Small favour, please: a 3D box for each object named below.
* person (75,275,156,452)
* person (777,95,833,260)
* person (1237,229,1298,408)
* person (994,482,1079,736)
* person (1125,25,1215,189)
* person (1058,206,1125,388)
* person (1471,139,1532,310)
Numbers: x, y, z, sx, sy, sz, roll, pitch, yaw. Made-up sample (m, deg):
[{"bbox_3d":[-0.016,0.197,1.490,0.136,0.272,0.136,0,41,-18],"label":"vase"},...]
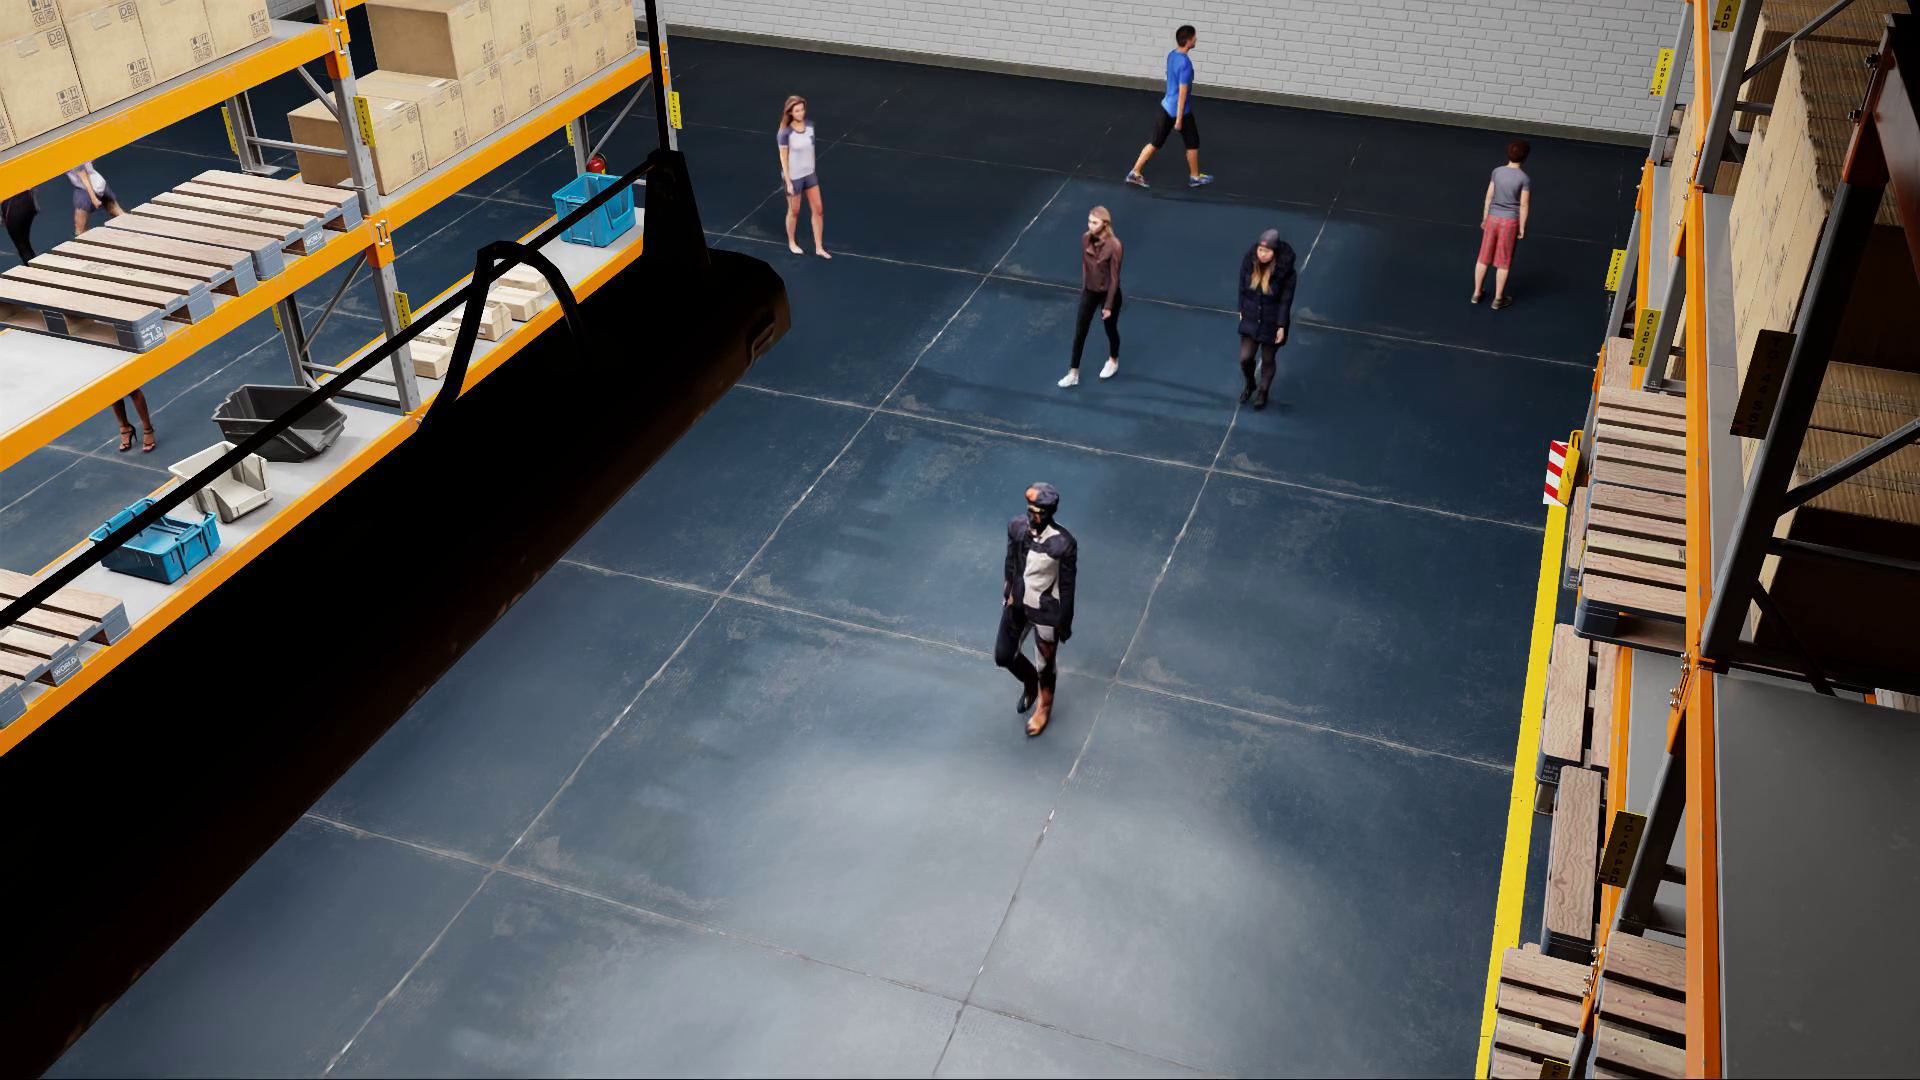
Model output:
[{"bbox_3d":[-6.966,-1.551,13.632,0.667,1.812,0.613,3,34,5],"label":"person"},{"bbox_3d":[-1.697,-3.724,17.001,0.892,1.701,0.903,-23,40,-31],"label":"person"},{"bbox_3d":[2.660,-1.936,14.344,0.701,1.664,0.674,15,36,21],"label":"person"},{"bbox_3d":[0.536,0.397,10.640,0.786,1.881,0.784,21,39,29],"label":"person"},{"bbox_3d":[2.289,-4.729,18.405,1.231,1.821,1.240,-11,35,-17],"label":"person"},{"bbox_3d":[1.305,-2.176,14.705,0.786,1.666,1.045,21,39,29],"label":"person"},{"bbox_3d":[5.227,-3.049,16.033,0.657,1.649,0.624,24,41,32],"label":"person"}]
